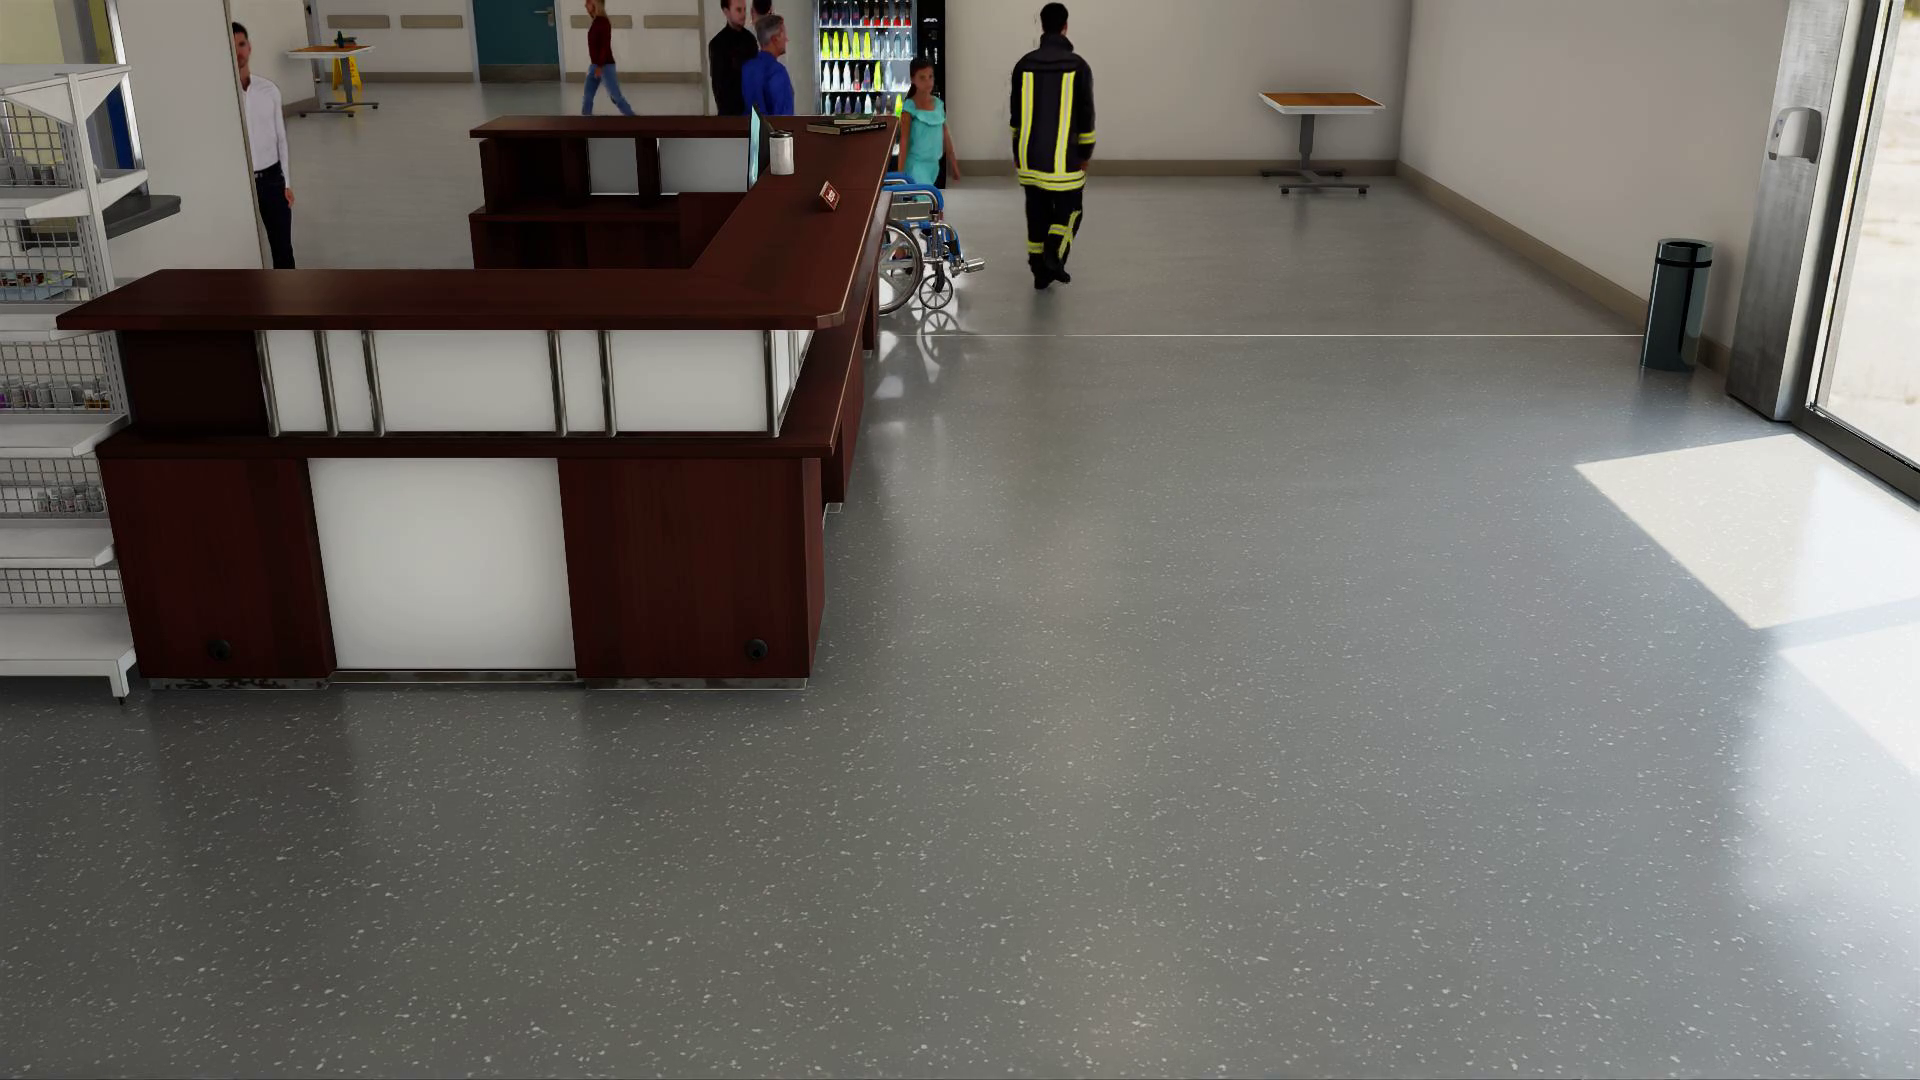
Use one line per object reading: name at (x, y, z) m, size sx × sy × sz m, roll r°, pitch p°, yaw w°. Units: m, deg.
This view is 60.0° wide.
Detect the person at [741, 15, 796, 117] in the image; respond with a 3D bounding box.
person at (-1.384, -2.656, 11.475) m, size 1.148 × 1.808 × 1.015 m, roll -11°, pitch 24°, yaw -27°

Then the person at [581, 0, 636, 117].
person at (-3.960, -5.310, 18.784) m, size 1.168 × 1.592 × 0.980 m, roll -12°, pitch 24°, yaw -29°

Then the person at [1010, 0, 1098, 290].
person at (0.596, -2.641, 11.293) m, size 0.867 × 1.909 × 0.979 m, roll 7°, pitch 22°, yaw 18°

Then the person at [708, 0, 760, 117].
person at (-1.787, -3.375, 13.245) m, size 1.047 × 1.898 × 0.952 m, roll 14°, pitch 25°, yaw 32°

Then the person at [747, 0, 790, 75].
person at (-1.702, -3.803, 14.480) m, size 1.020 × 1.823 × 1.030 m, roll -13°, pitch 24°, yaw -30°

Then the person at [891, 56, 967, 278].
person at (-0.327, -2.616, 11.789) m, size 1.137 × 1.509 × 1.044 m, roll 15°, pitch 25°, yaw 34°
